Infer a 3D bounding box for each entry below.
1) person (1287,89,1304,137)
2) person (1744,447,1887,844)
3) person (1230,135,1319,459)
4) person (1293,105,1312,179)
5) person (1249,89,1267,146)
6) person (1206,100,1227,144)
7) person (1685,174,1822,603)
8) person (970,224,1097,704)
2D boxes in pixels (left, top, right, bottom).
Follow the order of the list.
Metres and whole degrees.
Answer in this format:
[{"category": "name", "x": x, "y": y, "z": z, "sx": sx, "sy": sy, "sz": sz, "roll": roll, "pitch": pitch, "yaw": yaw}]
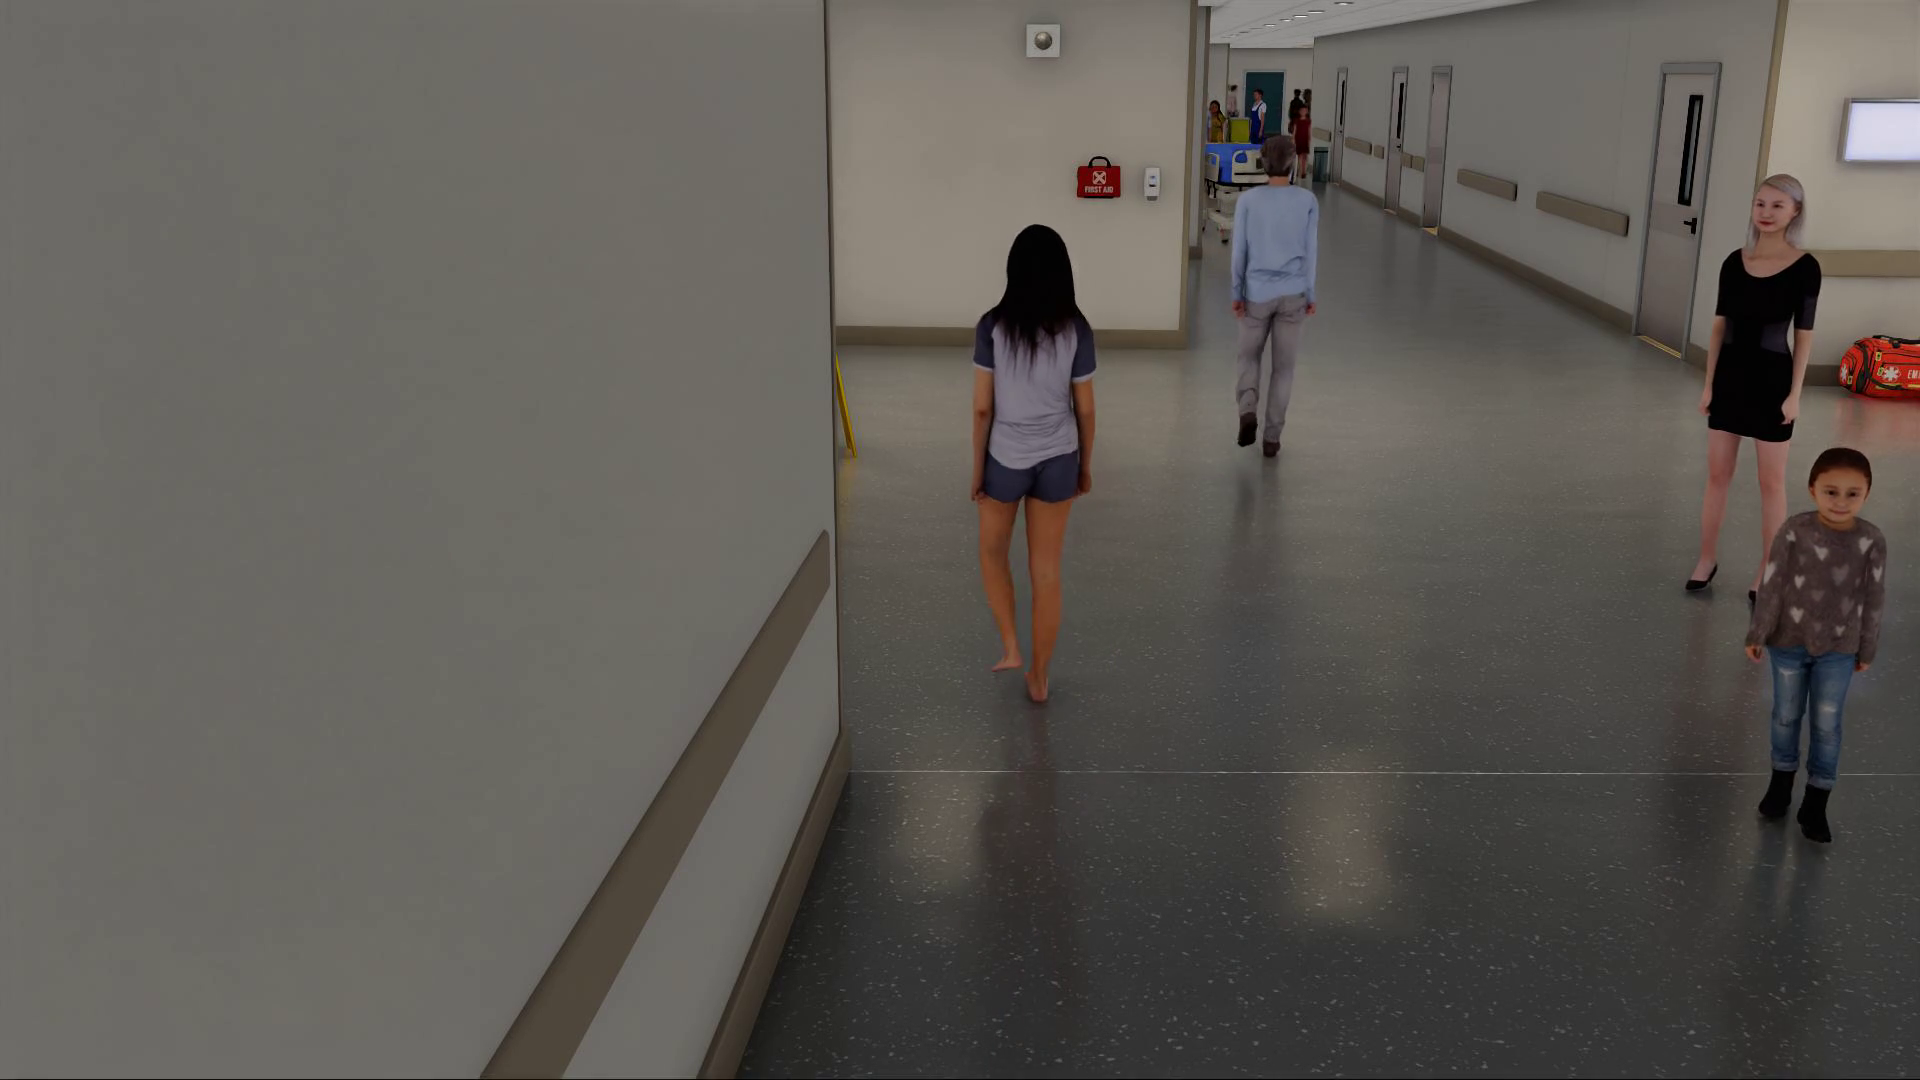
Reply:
[{"category": "person", "x": 10.245, "y": -12.841, "z": 50.652, "sx": 0.863, "sy": 1.709, "sz": 0.918, "roll": -10, "pitch": 18, "yaw": -30}, {"category": "person", "x": 2.603, "y": 0.284, "z": 5.069, "sx": 0.631, "sy": 1.182, "sz": 0.677, "roll": 10, "pitch": 19, "yaw": 32}, {"category": "person", "x": 1.835, "y": -1.391, "z": 9.725, "sx": 0.796, "sy": 1.879, "sz": 0.781, "roll": 3, "pitch": 16, "yaw": 12}, {"category": "person", "x": 7.329, "y": -8.548, "z": 35.765, "sx": 0.997, "sy": 1.518, "sz": 0.598, "roll": 1, "pitch": 16, "yaw": 5}, {"category": "person", "x": 7.002, "y": -9.662, "z": 39.113, "sx": 0.741, "sy": 1.851, "sz": 0.718, "roll": -8, "pitch": 18, "yaw": -27}, {"category": "person", "x": 5.363, "y": -8.488, "z": 35.301, "sx": 0.743, "sy": 1.661, "sz": 0.940, "roll": -1, "pitch": 16, "yaw": -2}, {"category": "person", "x": 3.426, "y": -0.641, "z": 7.160, "sx": 0.719, "sy": 1.827, "sz": 0.647, "roll": -15, "pitch": 22, "yaw": -43}, {"category": "person", "x": 0.257, "y": -0.235, "z": 5.911, "sx": 0.568, "sy": 1.724, "sz": 0.704, "roll": -1, "pitch": 16, "yaw": -4}]
